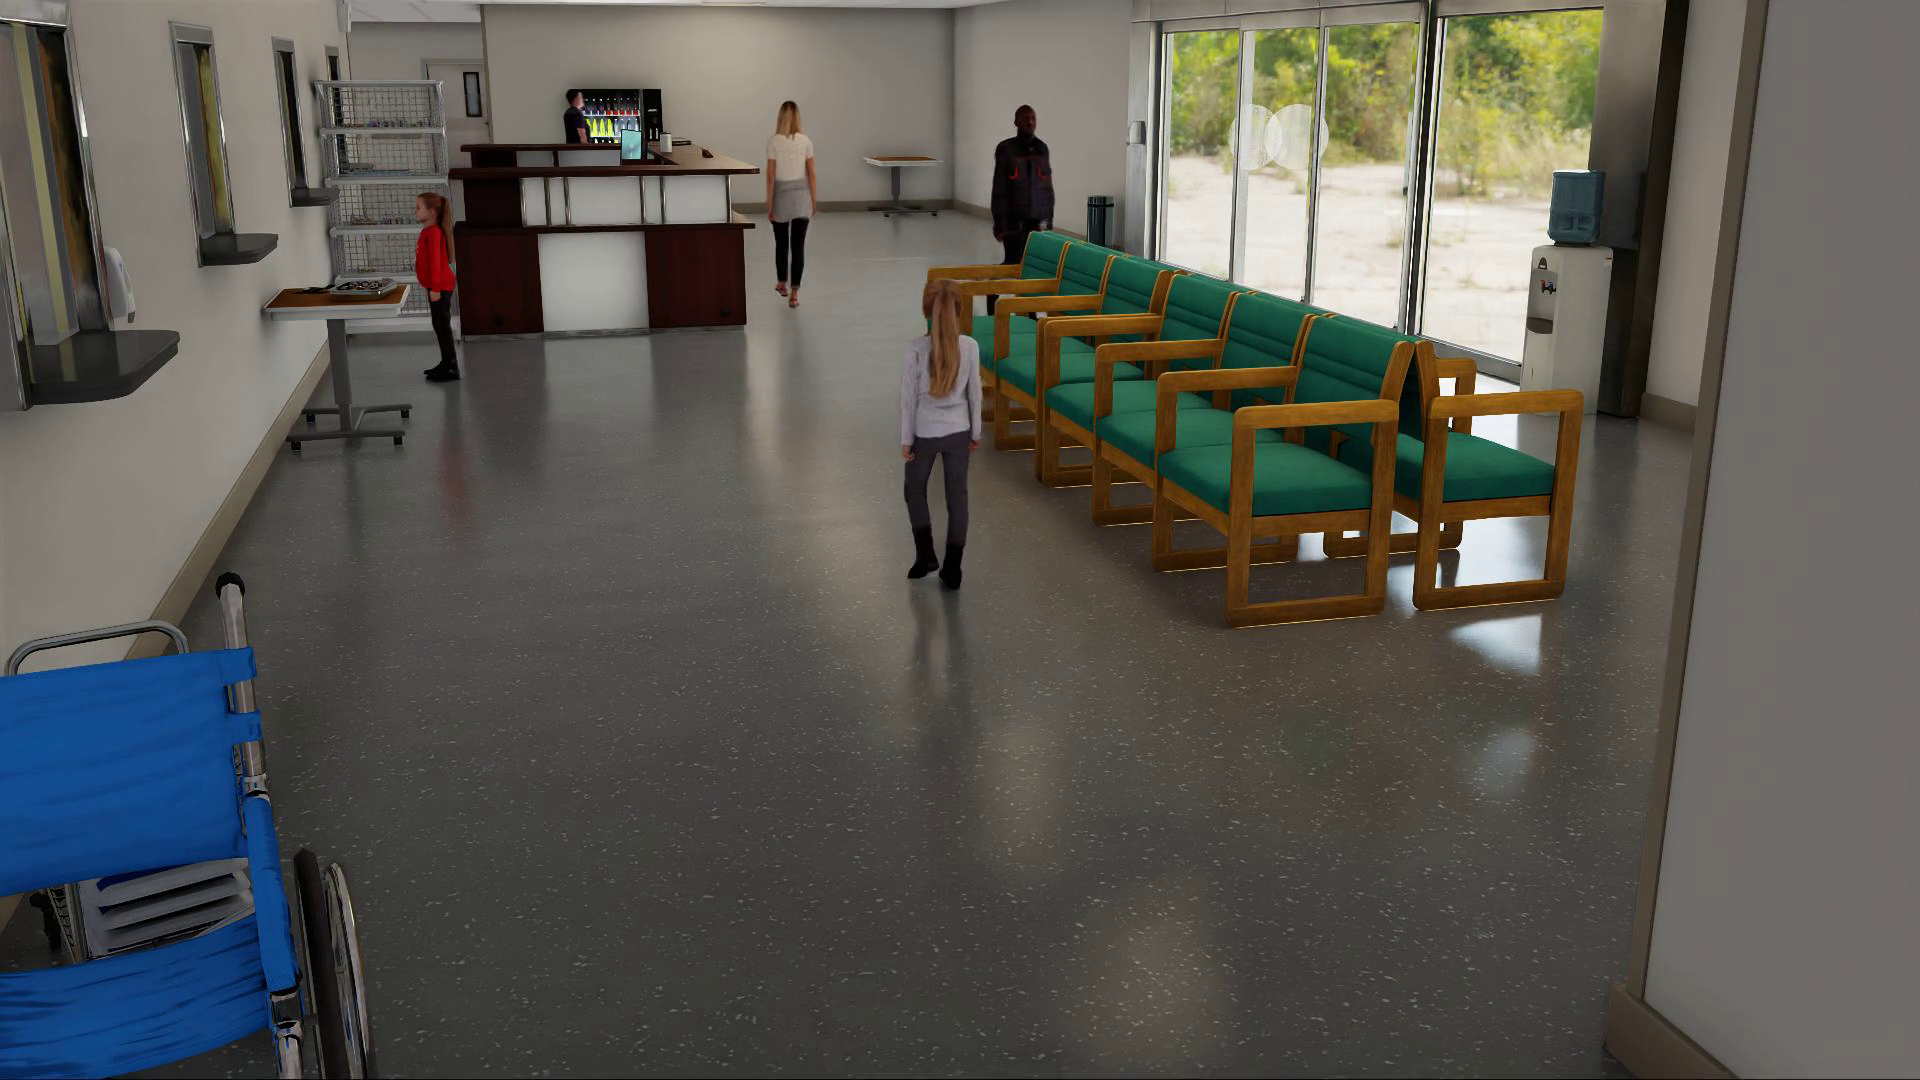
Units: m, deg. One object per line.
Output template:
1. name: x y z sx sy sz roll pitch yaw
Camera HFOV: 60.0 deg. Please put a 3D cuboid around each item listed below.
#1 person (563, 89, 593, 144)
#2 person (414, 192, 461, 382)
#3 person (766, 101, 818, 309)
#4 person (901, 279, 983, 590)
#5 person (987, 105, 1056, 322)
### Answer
1. person: -5.330 -5.348 23.209 0.680 1.844 0.773 -8 18 -27
2. person: -3.608 -1.751 11.488 0.536 1.282 0.520 -8 18 -26
3. person: -1.488 -2.945 14.788 1.029 1.789 0.720 -3 16 -11
4. person: -0.066 -0.413 6.761 0.467 1.272 0.568 -3 16 -11
5. person: 0.481 -2.633 13.644 0.959 1.808 0.884 -8 18 -26
